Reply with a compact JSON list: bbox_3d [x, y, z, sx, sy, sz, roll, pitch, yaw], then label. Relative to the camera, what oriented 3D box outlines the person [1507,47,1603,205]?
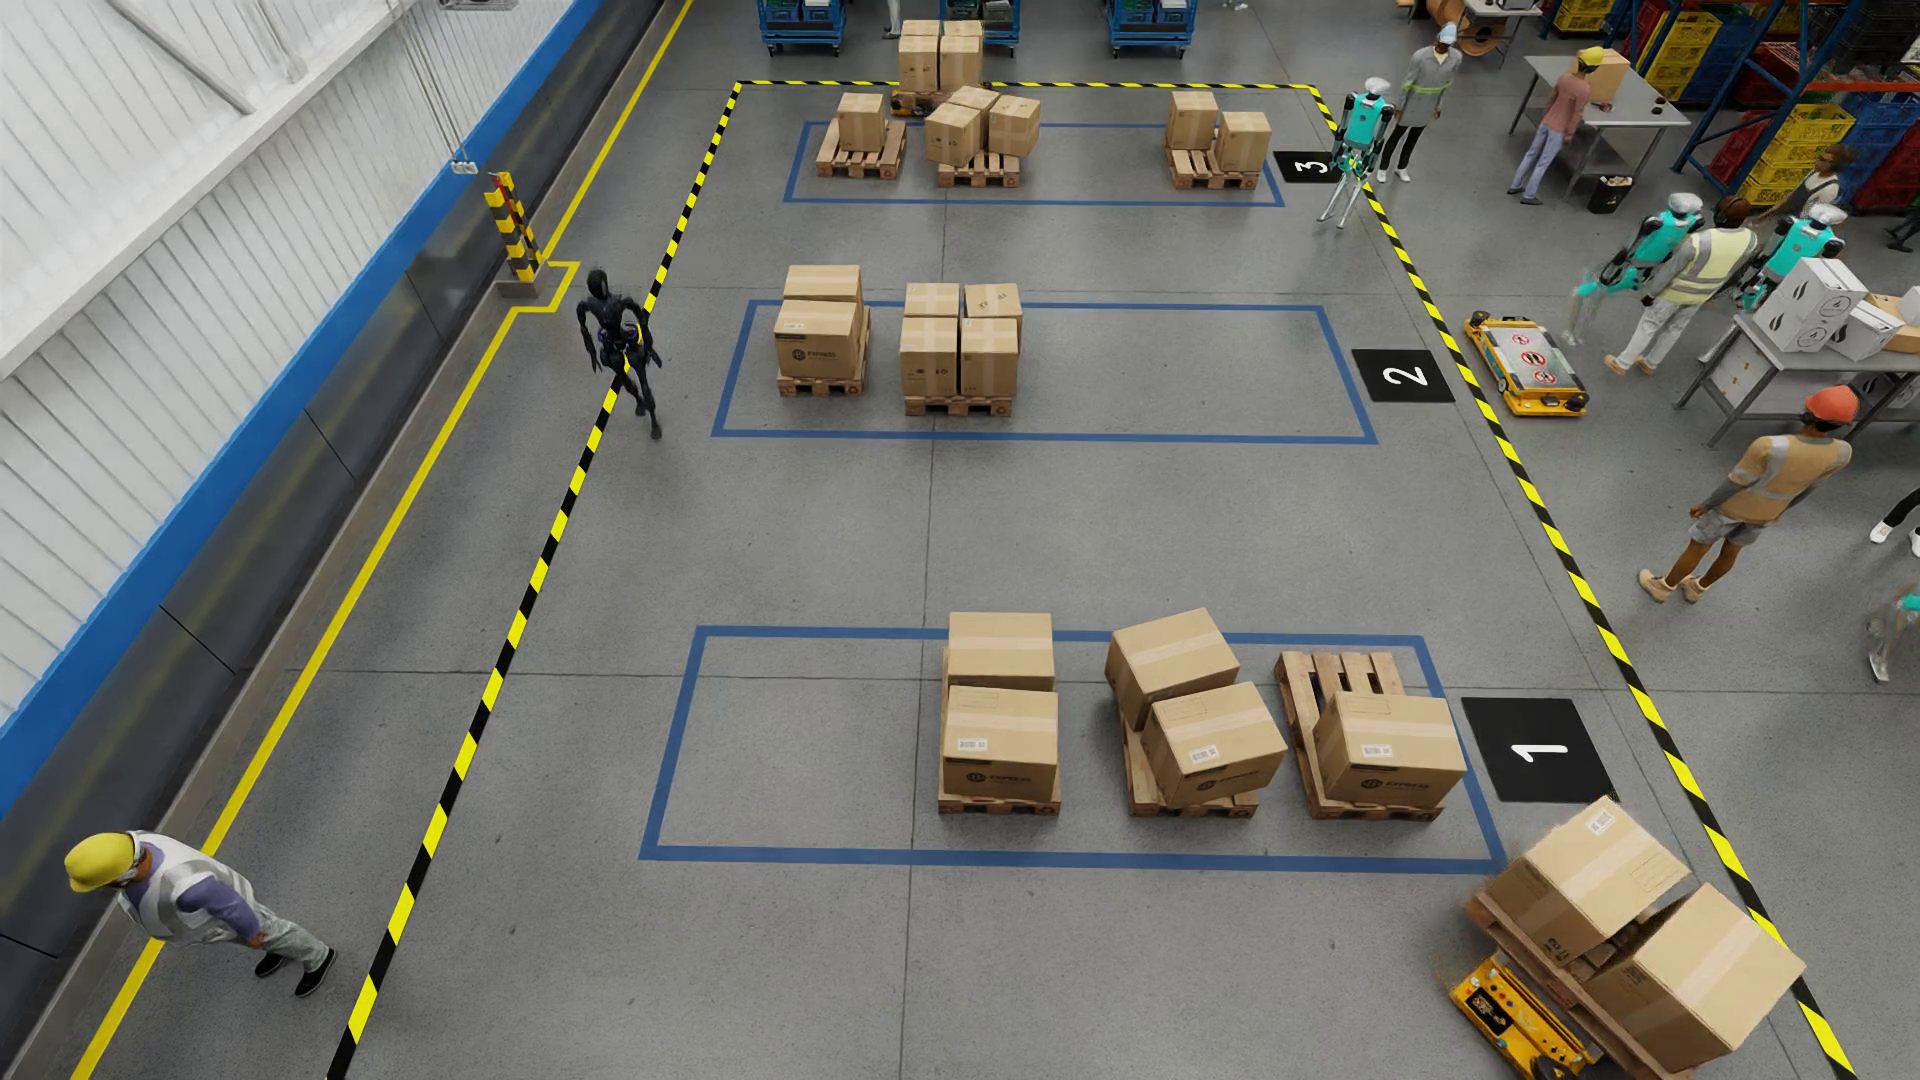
[{"bbox_3d":[6.983,-4.830,10.722,0.312,1.769,0.523,-9,50,-8],"label":"person"}]

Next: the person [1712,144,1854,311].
[{"bbox_3d":[8.201,-3.113,9.218,0.966,1.795,0.535,18,52,15],"label":"person"}]

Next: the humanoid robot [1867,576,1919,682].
[{"bbox_3d":[6.918,0.347,6.312,0.554,1.868,0.842,14,51,12],"label":"humanoid robot"}]

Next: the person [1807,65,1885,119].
[{"bbox_3d":[11.234,-5.846,11.451,1.034,1.991,0.620,7,49,6],"label":"person"}]

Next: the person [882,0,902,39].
[{"bbox_3d":[-1.061,-8.689,14.011,0.373,1.843,0.568,3,49,3],"label":"person"}]

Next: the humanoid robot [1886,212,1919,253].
[{"bbox_3d":[10.906,-3.961,10.027,0.333,1.646,0.597,4,49,4],"label":"humanoid robot"}]

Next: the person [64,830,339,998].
[{"bbox_3d":[-3.928,1.956,4.811,0.586,1.824,0.404,19,52,16],"label":"person"}]

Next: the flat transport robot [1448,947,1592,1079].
[{"bbox_3d":[3.614,2.499,5.351,1.431,0.197,0.652,-27,54,-21],"label":"flat transport robot"}]

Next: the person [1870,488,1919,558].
[{"bbox_3d":[7.882,-0.599,6.993,0.505,1.871,0.329,26,54,20],"label":"person"}]

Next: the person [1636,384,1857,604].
[{"bbox_3d":[5.649,-0.269,6.597,0.607,2.039,0.391,5,49,4],"label":"person"}]

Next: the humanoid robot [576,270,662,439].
[{"bbox_3d":[-2.968,-1.640,8.038,0.612,1.624,0.718,-8,50,-6],"label":"humanoid robot"}]

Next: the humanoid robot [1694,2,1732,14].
[{"bbox_3d":[10.999,-7.885,13.431,0.355,1.644,0.611,-8,50,-7],"label":"humanoid robot"}]

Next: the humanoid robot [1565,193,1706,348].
[{"bbox_3d":[6.336,-2.601,8.830,0.530,1.788,0.761,-5,49,-4],"label":"humanoid robot"}]

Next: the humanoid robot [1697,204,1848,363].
[{"bbox_3d":[7.640,-2.343,8.561,0.693,1.747,0.536,-22,52,-18],"label":"humanoid robot"}]

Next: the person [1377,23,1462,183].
[{"bbox_3d":[5.530,-5.217,11.004,0.587,1.850,0.396,-1,49,0],"label":"person"}]

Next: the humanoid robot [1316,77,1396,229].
[{"bbox_3d":[4.483,-4.352,10.240,0.533,1.677,0.735,33,57,25],"label":"humanoid robot"}]

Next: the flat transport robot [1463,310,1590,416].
[{"bbox_3d":[5.573,-1.757,9.054,0.659,0.231,1.431,1,49,1],"label":"flat transport robot"}]

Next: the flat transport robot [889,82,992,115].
[{"bbox_3d":[-0.258,-6.232,12.909,1.431,0.197,0.652,1,49,1],"label":"flat transport robot"}]

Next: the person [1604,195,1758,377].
[{"bbox_3d":[6.683,-2.299,8.488,0.632,1.833,0.430,0,49,0],"label":"person"}]

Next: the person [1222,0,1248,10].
[{"bbox_3d":[4.632,-9.610,14.875,0.306,1.742,0.493,-36,58,-27],"label":"person"}]

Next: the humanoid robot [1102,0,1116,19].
[{"bbox_3d":[2.613,-9.044,14.429,0.873,1.828,0.565,18,51,15],"label":"humanoid robot"}]
